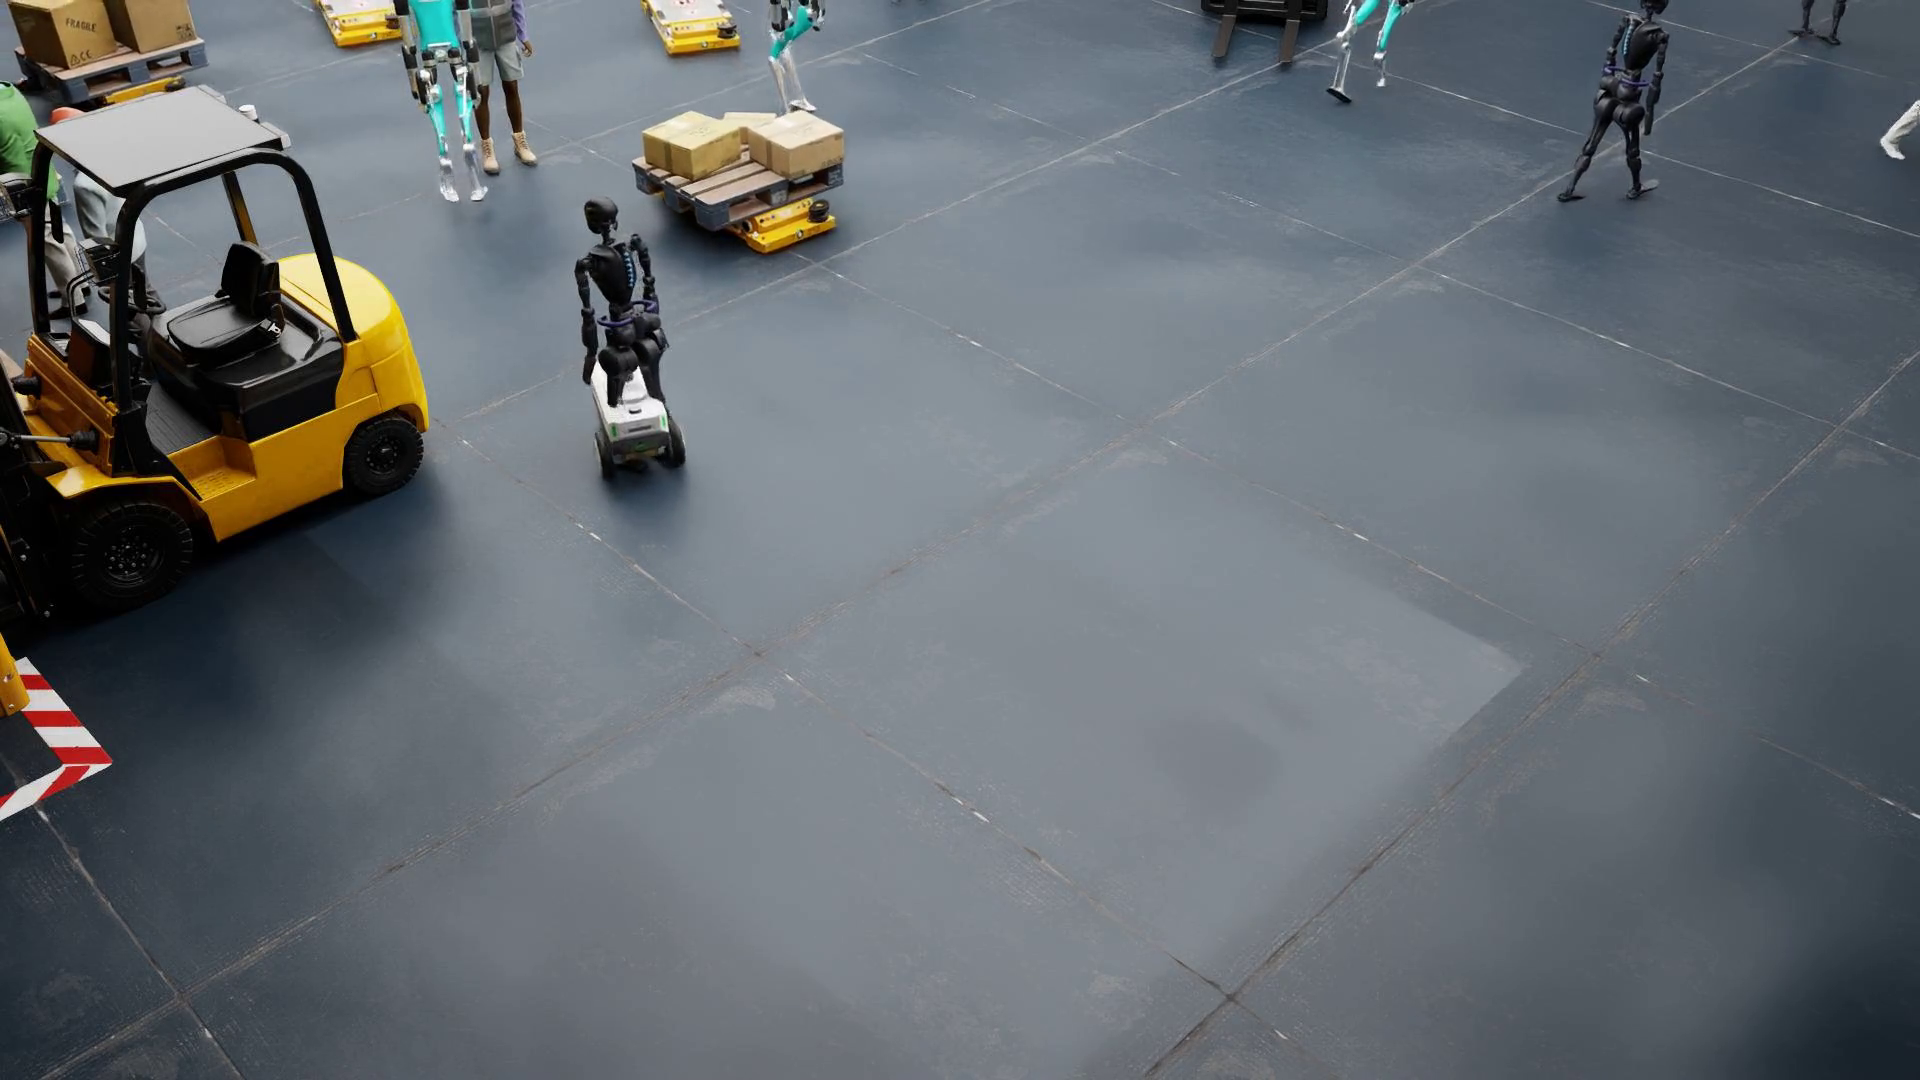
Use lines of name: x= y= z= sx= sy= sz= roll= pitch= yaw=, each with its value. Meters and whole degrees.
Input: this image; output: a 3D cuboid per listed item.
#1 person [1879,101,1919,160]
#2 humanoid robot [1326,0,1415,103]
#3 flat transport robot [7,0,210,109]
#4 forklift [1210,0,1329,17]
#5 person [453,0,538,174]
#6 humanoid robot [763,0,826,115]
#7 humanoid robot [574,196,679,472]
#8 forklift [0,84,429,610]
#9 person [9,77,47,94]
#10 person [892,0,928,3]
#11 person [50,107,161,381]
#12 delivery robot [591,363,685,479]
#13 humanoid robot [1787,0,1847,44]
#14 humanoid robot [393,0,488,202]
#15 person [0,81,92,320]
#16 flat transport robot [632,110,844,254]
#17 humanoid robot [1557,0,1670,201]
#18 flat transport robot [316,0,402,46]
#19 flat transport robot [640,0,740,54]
person: x=7.634 y=-3.567 z=12.668 sx=0.523 sy=1.589 sz=0.889 roll=-17 pitch=40 yaw=-21
humanoid robot: x=3.423 y=-4.494 z=13.836 sx=0.556 sy=1.764 sz=1.014 roll=26 pitch=44 yaw=30
flat transport robot: x=-7.216 y=-3.936 z=14.266 sx=1.431 sy=0.231 sz=0.659 roll=30 pitch=46 yaw=34
forklift: x=3.106 y=-6.400 z=15.960 sx=1.214 sy=2.155 sz=2.313 roll=8 pitch=37 yaw=10
person: x=-3.552 y=-3.797 z=12.600 sx=0.609 sy=2.042 sz=0.392 roll=-18 pitch=40 yaw=-23
humanoid robot: x=-1.415 y=-4.298 z=13.512 sx=0.544 sy=1.772 sz=0.723 roll=-27 pitch=45 yaw=-32
humanoid robot: x=-1.864 y=-1.134 z=9.349 sx=0.433 sy=1.634 sz=0.601 roll=22 pitch=42 yaw=27
forklift: x=-4.145 y=-1.093 z=8.856 sx=2.313 sy=2.155 sz=1.214 roll=-31 pitch=47 yaw=-34
person: x=-7.761 y=-4.621 z=13.897 sx=0.957 sy=1.800 sz=0.524 roll=3 pitch=37 yaw=4
person: x=-0.504 y=-6.083 z=15.748 sx=0.629 sy=1.937 sz=0.373 roll=-2 pitch=37 yaw=-3
person: x=-5.184 y=-1.806 z=10.187 sx=0.348 sy=1.738 sz=0.572 roll=-3 pitch=37 yaw=-4
delivery robot: x=-1.937 y=-0.762 z=9.761 sx=0.499 sy=0.575 sz=0.766 roll=-12 pitch=38 yaw=-16
humanoid robot: x=7.954 y=-5.333 z=14.961 sx=0.592 sy=1.644 sz=0.462 roll=-10 pitch=38 yaw=-13
humanoid robot: x=-3.714 y=-3.211 z=12.076 sx=0.535 sy=1.756 sz=0.837 roll=-10 pitch=38 yaw=-13
person: x=-6.055 y=-2.291 z=10.799 sx=0.387 sy=1.784 sz=0.537 roll=-8 pitch=38 yaw=-11
flat transport robot: x=-1.632 y=-2.544 z=12.403 sx=0.659 sy=0.231 sz=1.431 roll=-28 pitch=45 yaw=-32
humanoid robot: x=4.915 y=-3.286 z=12.251 sx=0.762 sy=1.625 sz=0.601 roll=-13 pitch=39 yaw=-17
flat transport robot: x=-5.675 y=-5.022 z=15.720 sx=0.659 sy=0.231 sz=1.431 roll=-16 pitch=40 yaw=-20
flat transport robot: x=-2.544 y=-4.907 z=15.565 sx=0.659 sy=0.231 sz=1.431 roll=-12 pitch=38 yaw=-15
